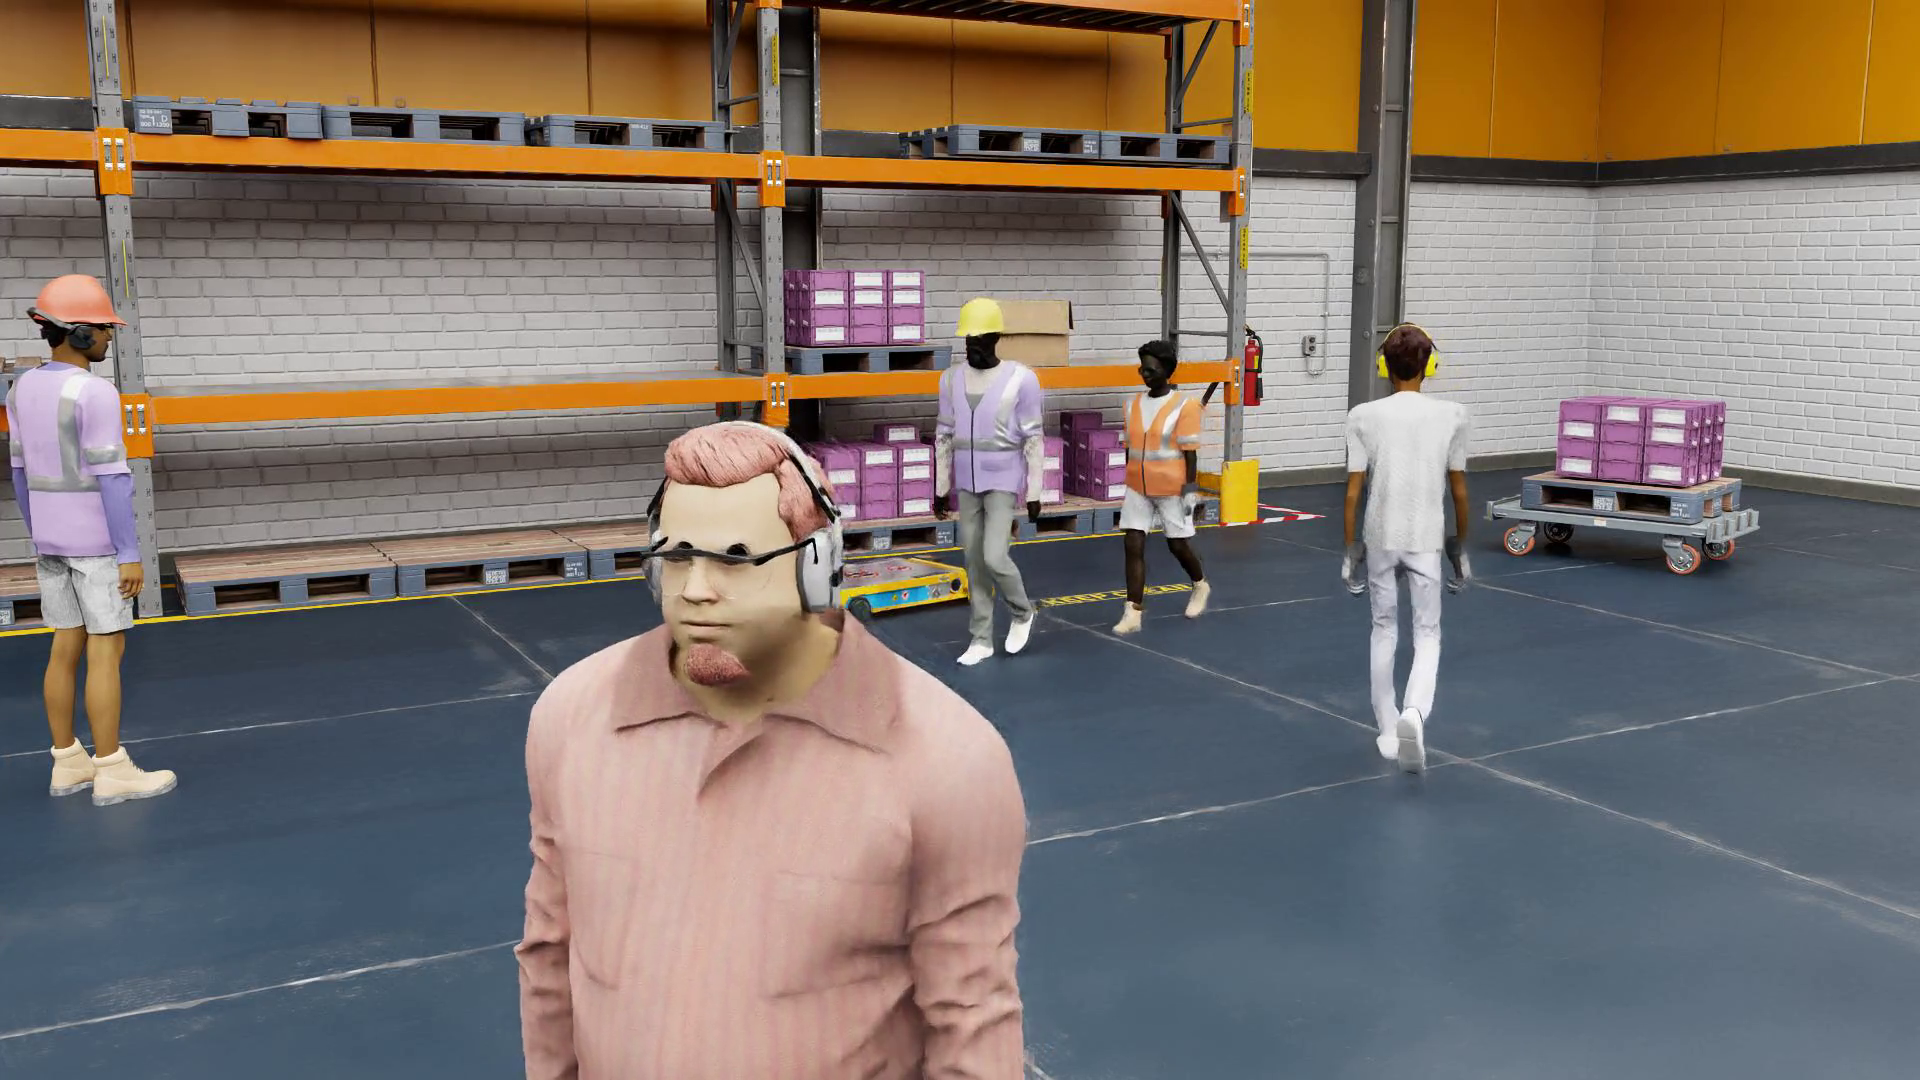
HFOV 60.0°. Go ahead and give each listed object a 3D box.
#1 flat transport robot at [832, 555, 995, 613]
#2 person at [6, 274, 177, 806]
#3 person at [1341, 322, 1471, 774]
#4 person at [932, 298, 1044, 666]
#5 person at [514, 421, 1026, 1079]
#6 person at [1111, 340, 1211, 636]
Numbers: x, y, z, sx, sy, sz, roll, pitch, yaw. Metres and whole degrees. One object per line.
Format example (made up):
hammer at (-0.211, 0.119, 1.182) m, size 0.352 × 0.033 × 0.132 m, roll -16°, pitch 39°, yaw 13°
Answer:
flat transport robot at (-0.538, 0.291, 10.084) m, size 1.431 × 0.197 × 0.652 m, roll -8°, pitch 12°, yaw -40°
person at (-3.379, 0.000, 6.468) m, size 0.614 × 2.041 × 0.390 m, roll 5°, pitch 11°, yaw 30°
person at (1.827, 0.039, 6.821) m, size 0.524 × 1.853 × 0.702 m, roll 3°, pitch 10°, yaw 16°
person at (0.144, -0.294, 8.662) m, size 0.600 × 1.916 × 0.473 m, roll 7°, pitch 11°, yaw 36°
person at (-0.261, 0.808, 1.986) m, size 0.671 × 1.892 × 0.508 m, roll 2°, pitch 10°, yaw 13°
person at (1.167, -0.313, 9.515) m, size 0.534 × 1.667 × 0.778 m, roll 7°, pitch 12°, yaw 38°
